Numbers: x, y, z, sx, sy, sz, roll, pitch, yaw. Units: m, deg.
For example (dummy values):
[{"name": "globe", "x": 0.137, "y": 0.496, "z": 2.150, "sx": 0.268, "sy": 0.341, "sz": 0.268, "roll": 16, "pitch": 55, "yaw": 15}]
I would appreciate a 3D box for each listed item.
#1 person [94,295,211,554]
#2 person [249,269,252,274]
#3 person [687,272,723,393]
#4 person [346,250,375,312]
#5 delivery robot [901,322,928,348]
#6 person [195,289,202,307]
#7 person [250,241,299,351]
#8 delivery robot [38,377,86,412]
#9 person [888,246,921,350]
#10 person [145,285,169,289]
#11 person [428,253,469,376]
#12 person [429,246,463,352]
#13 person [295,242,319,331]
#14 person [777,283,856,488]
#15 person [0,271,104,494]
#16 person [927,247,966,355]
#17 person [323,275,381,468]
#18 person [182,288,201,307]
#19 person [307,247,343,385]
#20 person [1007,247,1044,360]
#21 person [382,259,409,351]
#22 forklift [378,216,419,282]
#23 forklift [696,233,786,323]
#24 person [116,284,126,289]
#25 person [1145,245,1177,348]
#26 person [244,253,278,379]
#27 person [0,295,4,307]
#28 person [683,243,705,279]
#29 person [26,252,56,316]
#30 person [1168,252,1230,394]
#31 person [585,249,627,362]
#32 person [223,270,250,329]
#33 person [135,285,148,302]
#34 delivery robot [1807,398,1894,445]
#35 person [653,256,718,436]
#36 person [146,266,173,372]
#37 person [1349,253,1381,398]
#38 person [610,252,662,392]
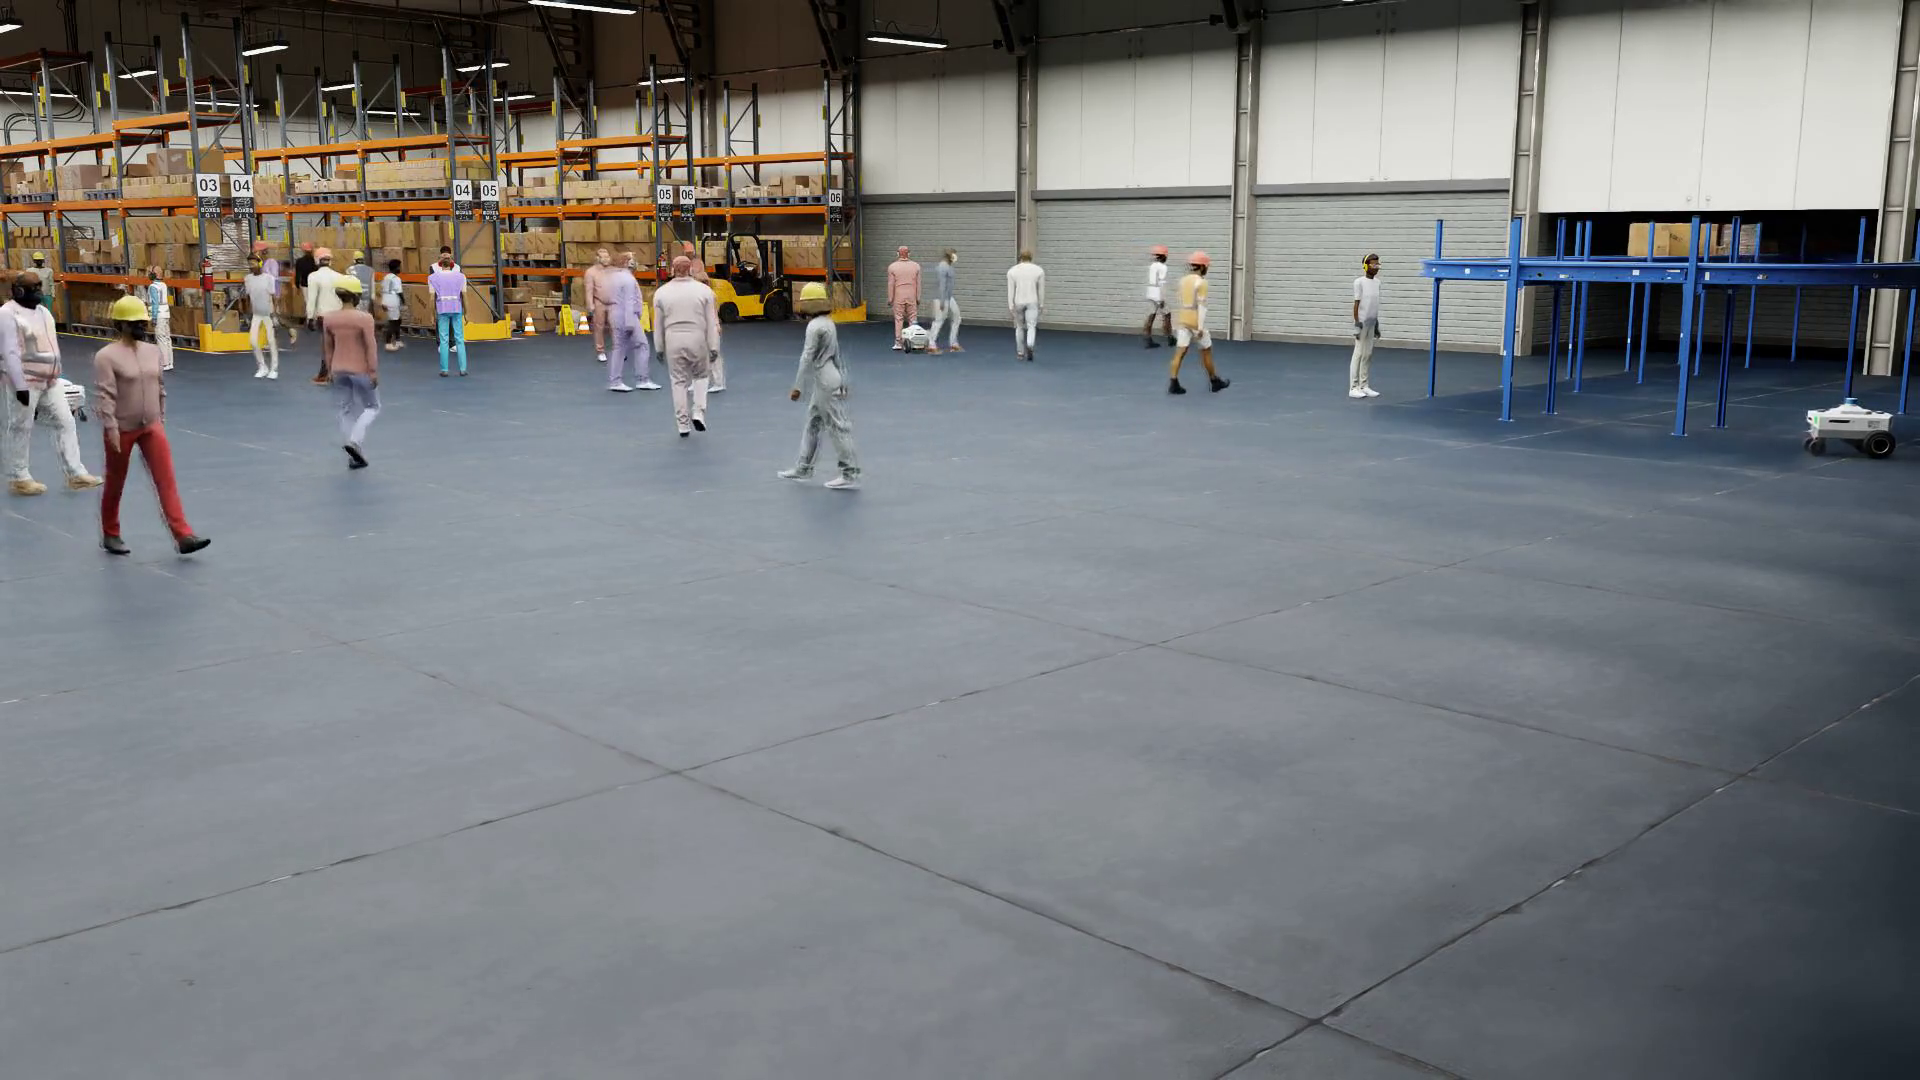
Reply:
[{"name": "person", "x": -5.413, "y": -0.741, "z": 10.964, "sx": 0.921, "sy": 1.716, "sz": 0.545, "roll": 6, "pitch": 12, "yaw": 29}, {"name": "person", "x": -15.723, "y": -5.706, "z": 37.532, "sx": 0.550, "sy": 1.907, "sz": 0.859, "roll": -5, "pitch": 12, "yaw": -26}, {"name": "person", "x": -3.468, "y": -2.783, "z": 22.359, "sx": 0.636, "sy": 1.612, "sz": 0.509, "roll": -7, "pitch": 13, "yaw": -34}, {"name": "person", "x": -12.230, "y": -5.006, "z": 33.976, "sx": 0.599, "sy": 1.808, "sz": 0.775, "roll": -10, "pitch": 14, "yaw": -42}, {"name": "delivery robot", "x": -0.827, "y": -3.738, "z": 30.328, "sx": 0.477, "sy": 0.478, "sz": 0.707, "roll": -3, "pitch": 11, "yaw": -17}, {"name": "person", "x": -18.233, "y": -6.036, "z": 39.401, "sx": 0.590, "sy": 1.875, "sz": 0.989, "roll": -7, "pitch": 12, "yaw": -33}, {"name": "person", "x": -12.716, "y": -4.529, "z": 30.798, "sx": 0.653, "sy": 2.013, "sz": 0.658, "roll": 7, "pitch": 13, "yaw": 34}, {"name": "delivery robot", "x": -10.382, "y": -1.683, "z": 19.119, "sx": 0.707, "sy": 0.478, "sz": 0.477, "roll": 8, "pitch": 13, "yaw": 36}, {"name": "person", "x": -1.038, "y": -4.488, "z": 30.864, "sx": 0.636, "sy": 1.911, "sz": 0.405, "roll": -3, "pitch": 11, "yaw": -16}, {"name": "person", "x": -20.437, "y": -6.586, "z": 42.280, "sx": 0.638, "sy": 1.911, "sz": 0.836, "roll": -7, "pitch": 13, "yaw": -35}, {"name": "person", "x": -7.708, "y": -3.400, "z": 25.097, "sx": 0.564, "sy": 1.846, "sz": 0.390, "roll": -4, "pitch": 11, "yaw": -22}, {"name": "person", "x": -9.357, "y": -4.389, "z": 30.306, "sx": 0.587, "sy": 1.915, "sz": 0.395, "roll": -10, "pitch": 14, "yaw": -44}, {"name": "person", "x": -14.446, "y": -5.651, "z": 37.112, "sx": 0.644, "sy": 1.951, "sz": 0.835, "roll": -8, "pitch": 13, "yaw": -38}, {"name": "person", "x": -1.236, "y": -1.292, "z": 13.978, "sx": 0.816, "sy": 1.704, "sz": 0.500, "roll": 2, "pitch": 11, "yaw": 9}, {"name": "person", "x": -7.472, "y": -1.277, "z": 13.595, "sx": 0.818, "sy": 1.811, "sz": 0.664, "roll": 1, "pitch": 10, "yaw": 7}, {"name": "person", "x": -0.202, "y": -4.257, "z": 29.632, "sx": 0.816, "sy": 1.895, "sz": 0.678, "roll": 2, "pitch": 11, "yaw": 11}, {"name": "person", "x": -5.521, "y": -1.522, "z": 15.102, "sx": 0.543, "sy": 1.753, "sz": 0.408, "roll": 2, "pitch": 11, "yaw": 11}, {"name": "person", "x": -17.339, "y": -5.534, "z": 37.420, "sx": 0.516, "sy": 1.592, "sz": 0.841, "roll": -9, "pitch": 13, "yaw": -39}, {"name": "person", "x": -8.864, "y": -3.165, "z": 23.563, "sx": 0.952, "sy": 1.942, "sz": 0.654, "roll": 5, "pitch": 12, "yaw": 26}, {"name": "person", "x": 1.105, "y": -3.981, "z": 28.110, "sx": 0.626, "sy": 1.911, "sz": 0.843, "roll": 0, "pitch": 10, "yaw": 3}, {"name": "person", "x": -10.355, "y": -4.315, "z": 30.553, "sx": 0.656, "sy": 1.665, "sz": 0.586, "roll": -9, "pitch": 14, "yaw": -41}, {"name": "forklift", "x": -17.868, "y": -9.201, "z": 54.028, "sx": 1.873, "sy": 2.768, "sz": 1.129, "roll": -10, "pitch": 14, "yaw": -44}, {"name": "forklift", "x": -5.496, "y": -6.489, "z": 41.108, "sx": 2.313, "sy": 2.155, "sz": 1.214, "roll": -10, "pitch": 14, "yaw": -44}, {"name": "person", "x": -21.715, "y": -6.638, "z": 42.798, "sx": 0.575, "sy": 1.845, "sz": 0.967, "roll": -6, "pitch": 12, "yaw": -30}, {"name": "person", "x": 3.860, "y": -4.586, "z": 31.393, "sx": 0.859, "sy": 1.905, "sz": 0.578, "roll": -5, "pitch": 11, "yaw": -24}, {"name": "person", "x": -10.278, "y": -3.293, "z": 24.509, "sx": 0.563, "sy": 1.842, "sz": 0.546, "roll": 0, "pitch": 10, "yaw": 3}, {"name": "person", "x": -10.851, "y": -2.126, "z": 18.304, "sx": 0.622, "sy": 1.792, "sz": 0.963, "roll": -3, "pitch": 11, "yaw": -18}, {"name": "person", "x": -5.502, "y": -5.099, "z": 34.123, "sx": 0.617, "sy": 1.938, "sz": 1.016, "roll": -4, "pitch": 11, "yaw": -22}, {"name": "person", "x": -19.010, "y": -5.072, "z": 34.427, "sx": 0.525, "sy": 1.772, "sz": 0.308, "roll": -8, "pitch": 13, "yaw": -38}, {"name": "person", "x": 3.187, "y": -2.911, "z": 22.327, "sx": 0.982, "sy": 1.885, "sz": 0.568, "roll": -7, "pitch": 12, "yaw": -33}, {"name": "person", "x": -5.886, "y": -3.892, "z": 27.719, "sx": 0.665, "sy": 1.860, "sz": 0.944, "roll": -6, "pitch": 12, "yaw": -31}, {"name": "person", "x": -16.515, "y": -5.847, "z": 37.967, "sx": 0.643, "sy": 2.017, "sz": 0.598, "roll": -6, "pitch": 12, "yaw": -31}, {"name": "person", "x": -21.438, "y": -6.702, "z": 43.775, "sx": 0.508, "sy": 1.599, "sz": 0.803, "roll": -5, "pitch": 11, "yaw": -24}, {"name": "delivery robot", "x": 8.614, "y": -1.133, "z": 16.111, "sx": 0.707, "sy": 0.478, "sz": 0.477, "roll": 3, "pitch": 11, "yaw": 16}, {"name": "person", "x": -2.912, "y": -2.059, "z": 17.652, "sx": 0.685, "sy": 1.888, "sz": 0.439, "roll": -1, "pitch": 10, "yaw": -3}, {"name": "person", "x": -12.502, "y": -3.457, "z": 25.975, "sx": 0.306, "sy": 1.640, "sz": 0.523, "roll": -2, "pitch": 11, "yaw": -9}, {"name": "person", "x": 5.366, "y": -2.823, "z": 21.886, "sx": 0.521, "sy": 1.873, "sz": 0.335, "roll": -8, "pitch": 13, "yaw": -38}, {"name": "person", "x": -4.412, "y": -2.954, "z": 22.561, "sx": 0.816, "sy": 1.876, "sz": 0.667, "roll": -5, "pitch": 12, "yaw": -27}]
